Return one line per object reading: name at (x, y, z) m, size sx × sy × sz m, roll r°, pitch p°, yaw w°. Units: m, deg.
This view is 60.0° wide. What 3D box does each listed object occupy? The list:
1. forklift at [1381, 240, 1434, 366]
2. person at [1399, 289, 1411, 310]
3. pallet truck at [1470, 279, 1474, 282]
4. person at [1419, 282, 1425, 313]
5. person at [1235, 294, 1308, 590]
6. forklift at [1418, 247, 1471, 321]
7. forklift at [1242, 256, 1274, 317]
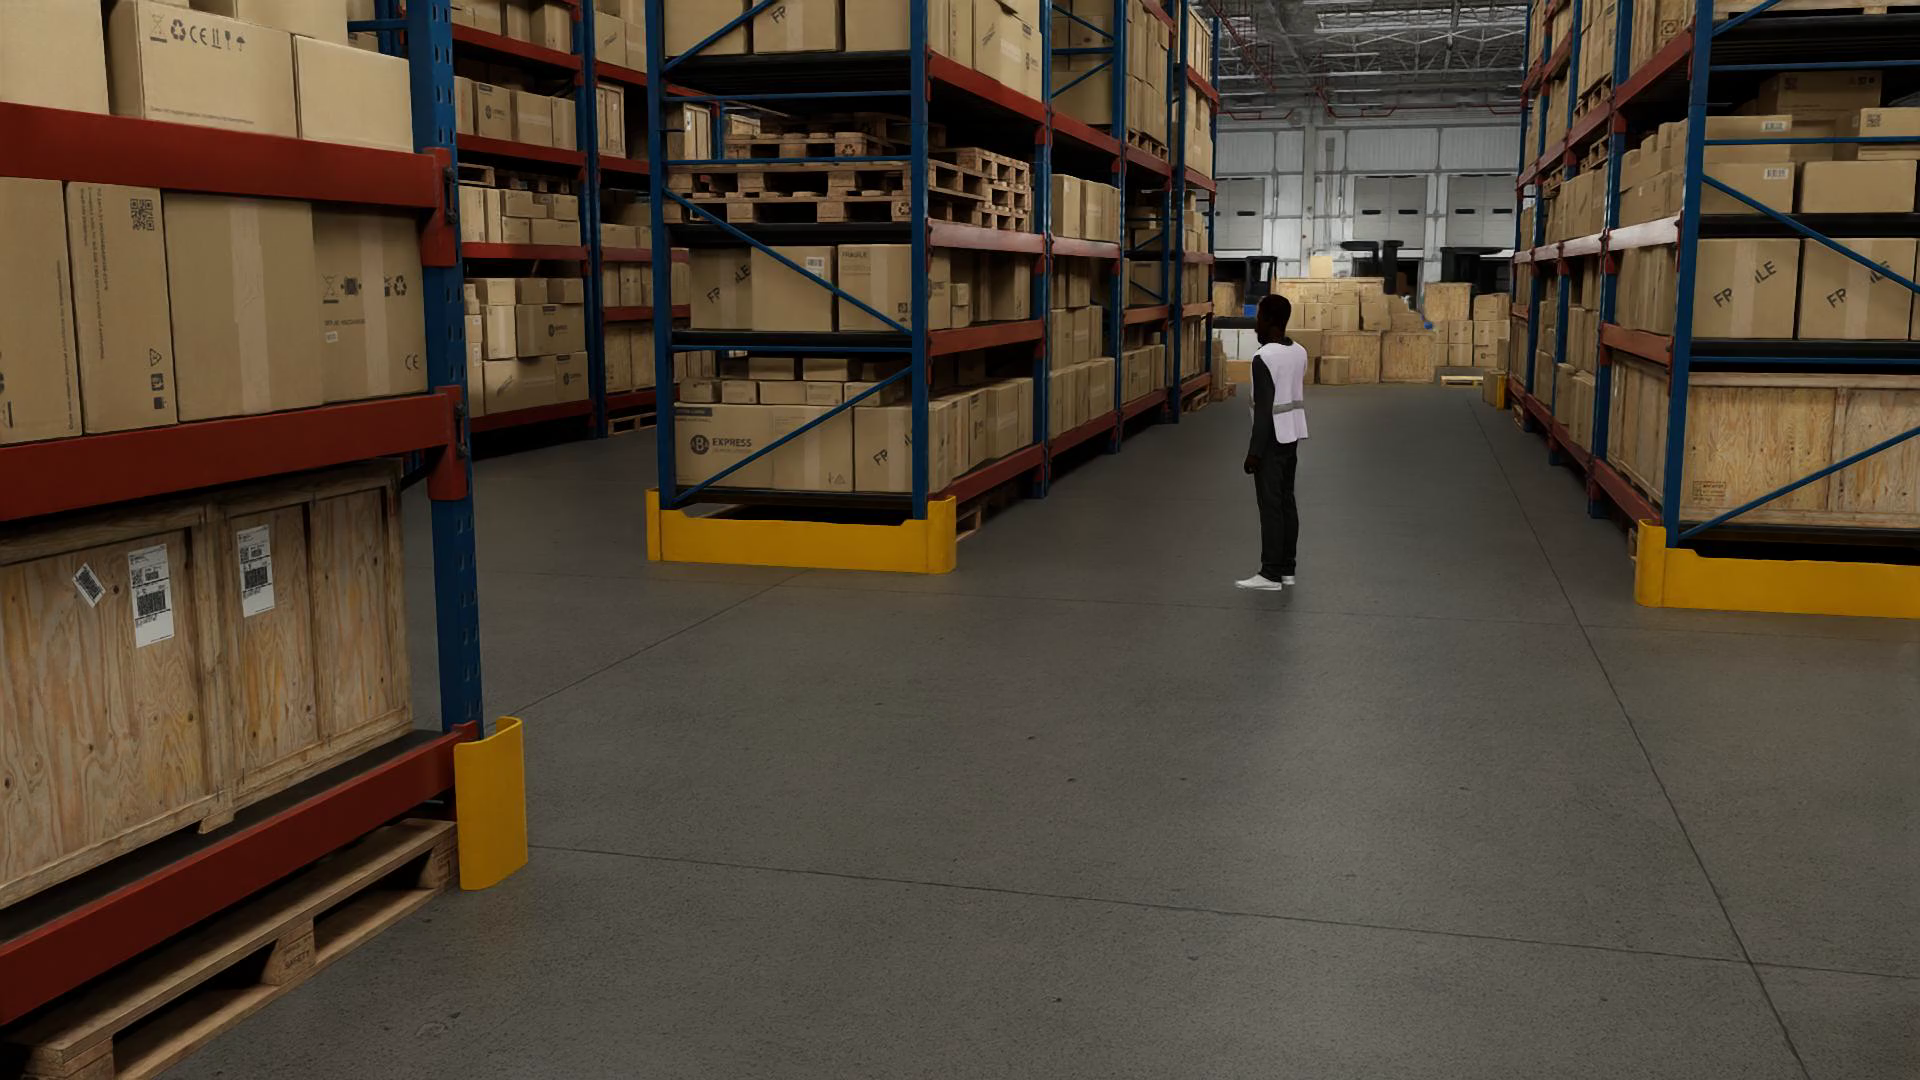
forklift at (9.181, -5.008, 35.587) m, size 1.873 × 2.768 × 1.129 m, roll 2°, pitch 9°, yaw 14°
person at (17.033, -8.841, 63.939) m, size 0.605 × 1.614 × 0.539 m, roll -6°, pitch 11°, yaw -36°
pallet truck at (18.896, -8.459, 60.307) m, size 1.885 × 1.965 × 0.823 m, roll 5°, pitch 10°, yaw 31°
person at (15.567, -7.683, 55.619) m, size 0.454 × 1.918 × 0.651 m, roll -3°, pitch 9°, yaw -18°
person at (2.047, -0.629, 10.817) m, size 0.393 × 1.920 × 0.591 m, roll 6°, pitch 11°, yaw 34°
forklift at (12.741, -6.162, 42.924) m, size 1.129 × 2.768 × 1.873 m, roll -7°, pitch 11°, yaw -38°
forklift at (10.671, -8.733, 59.254) m, size 1.129 × 2.768 × 1.873 m, roll 2°, pitch 9°, yaw 15°
